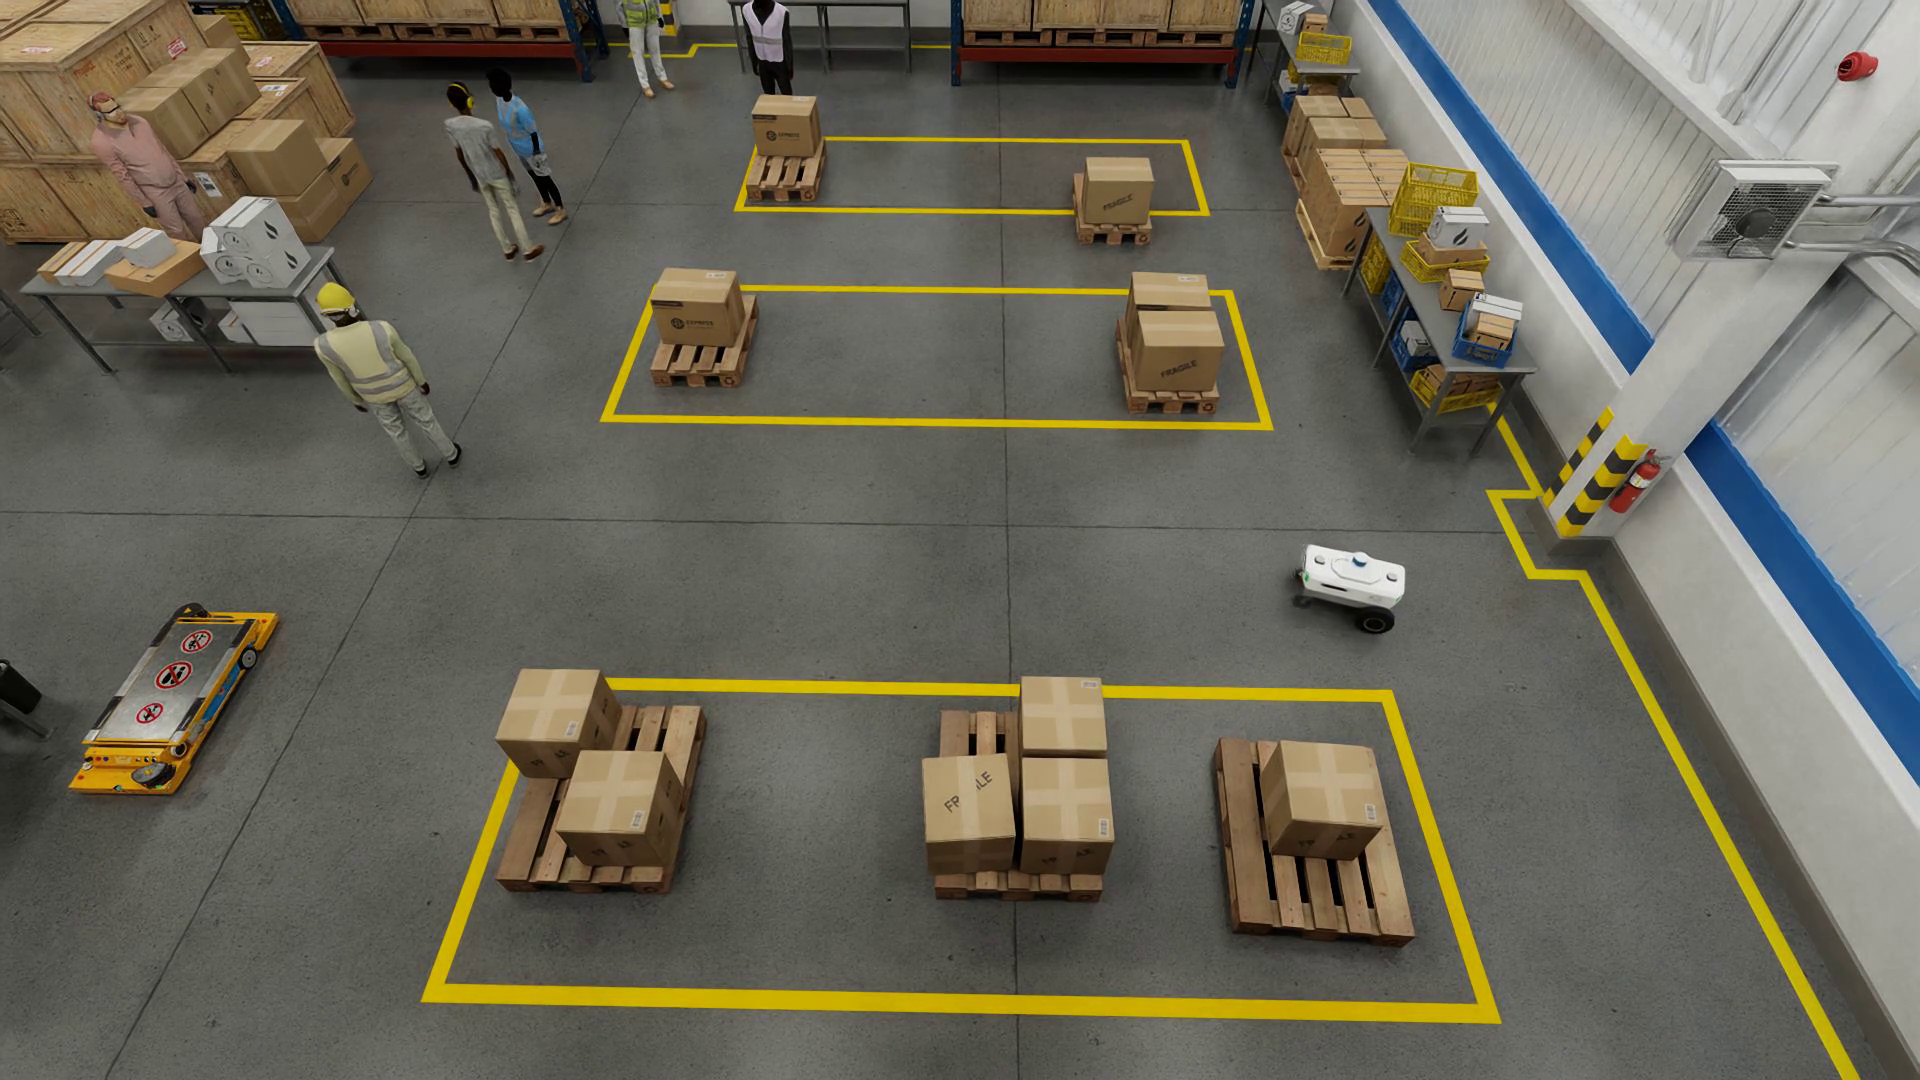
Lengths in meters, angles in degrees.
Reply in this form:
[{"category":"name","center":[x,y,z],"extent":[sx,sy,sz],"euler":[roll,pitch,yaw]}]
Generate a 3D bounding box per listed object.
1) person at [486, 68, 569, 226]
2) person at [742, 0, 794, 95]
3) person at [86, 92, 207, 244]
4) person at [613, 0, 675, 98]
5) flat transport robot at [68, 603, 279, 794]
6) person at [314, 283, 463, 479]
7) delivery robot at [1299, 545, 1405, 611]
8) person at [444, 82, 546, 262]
[{"category":"person","center":[-4.759,-4.303,10.060],"extent":[0.540,1.697,0.317],"euler":[33,57,25]},{"category":"person","center":[-2.307,-5.899,11.278],"extent":[0.581,1.910,0.394],"euler":[11,51,9]},{"category":"person","center":[-8.083,-3.564,9.302],"extent":[0.408,1.908,0.645],"euler":[7,50,6]},{"category":"person","center":[-4.229,-6.905,12.170],"extent":[0.430,1.845,0.619],"euler":[37,59,27]},{"category":"flat transport robot","center":[-5.504,1.072,6.442],"extent":[0.652,0.197,1.431],"euler":[1,50,1]},{"category":"person","center":[-4.622,-1.242,7.391],"extent":[0.590,1.821,0.404],"euler":[-20,53,-16]},{"category":"delivery robot","center":[2.930,0.278,6.870],"extent":[0.707,0.478,0.477],"euler":[14,51,12]},{"category":"person","center":[-4.854,-3.770,9.500],"extent":[0.520,1.870,0.317],"euler":[2,50,2]}]
